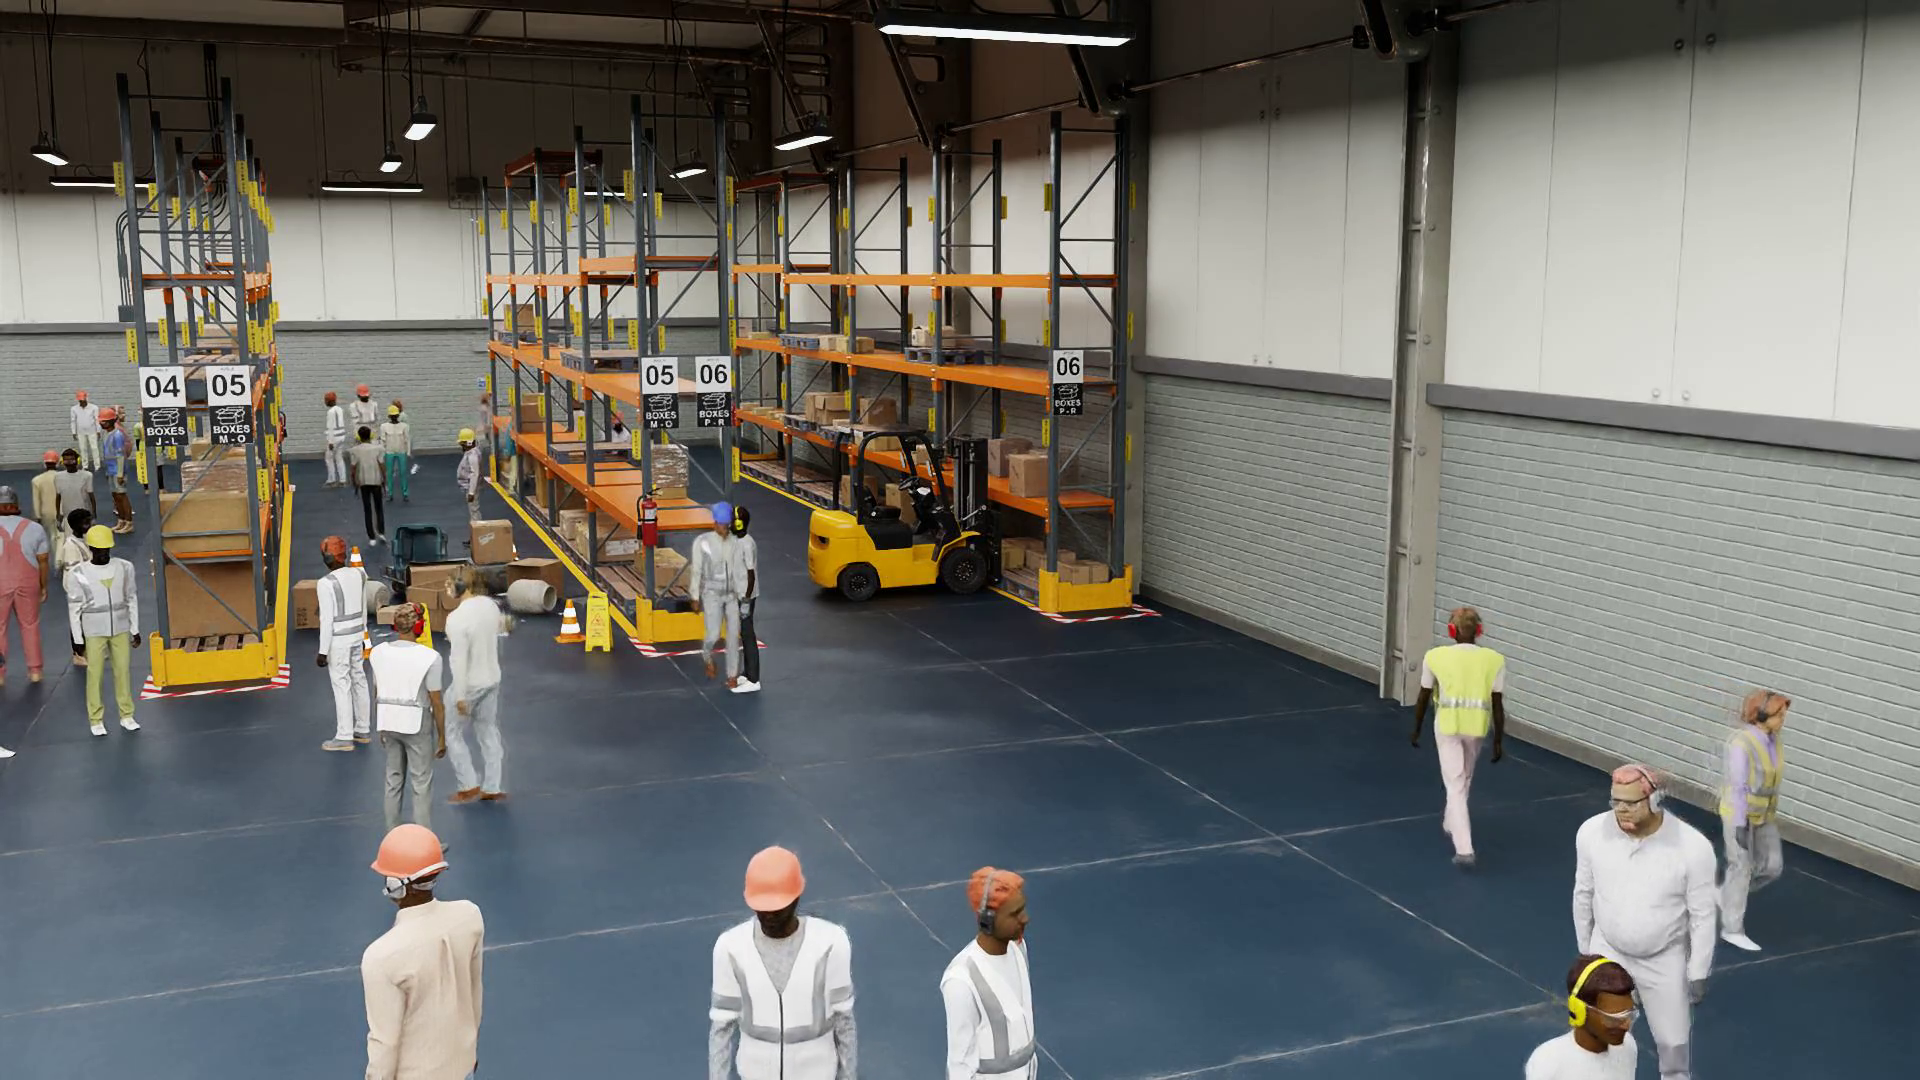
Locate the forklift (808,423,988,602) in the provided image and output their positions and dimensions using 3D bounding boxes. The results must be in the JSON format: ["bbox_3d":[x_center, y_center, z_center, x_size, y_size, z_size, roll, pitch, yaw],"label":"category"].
[{"bbox_3d":[-0.830,-0.399,21.676,2.313,2.155,1.214,-4,10,-21],"label":"forklift"}]

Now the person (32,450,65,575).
[{"bbox_3d":[-12.563,-0.391,23.119,0.556,1.725,0.827,-2,9,-13],"label":"person"}]

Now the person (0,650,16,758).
[{"bbox_3d":[-8.317,0.961,14.019,0.408,1.908,0.641,1,9,8],"label":"person"}]

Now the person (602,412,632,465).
[{"bbox_3d":[-6.060,-1.409,29.561,0.567,1.709,0.880,-3,10,-21],"label":"person"}]

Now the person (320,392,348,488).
[{"bbox_3d":[-12.244,-1.946,32.436,0.516,1.875,0.620,0,9,-1],"label":"person"}]

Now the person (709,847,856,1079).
[{"bbox_3d":[-0.703,2.134,6.585,0.585,1.917,0.537,0,9,1],"label":"person"}]

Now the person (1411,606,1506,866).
[{"bbox_3d":[3.557,1.375,11.809,0.589,1.792,0.989,0,9,2],"label":"person"}]

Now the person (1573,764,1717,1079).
[{"bbox_3d":[3.283,1.943,7.968,0.662,1.874,0.666,7,11,37],"label":"person"}]

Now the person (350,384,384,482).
[{"bbox_3d":[-11.721,-2.088,32.927,0.534,1.998,0.639,8,12,41],"label":"person"}]

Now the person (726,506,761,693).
[{"bbox_3d":[-2.161,0.584,16.530,0.326,1.865,0.519,-2,9,-15],"label":"person"}]

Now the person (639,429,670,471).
[{"bbox_3d":[-4.934,-1.040,26.891,0.535,1.824,1.003,-3,9,-18],"label":"person"}]

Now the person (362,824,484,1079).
[{"bbox_3d":[-2.128,2.094,6.609,0.376,1.995,0.612,4,10,23],"label":"person"}]

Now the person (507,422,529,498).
[{"bbox_3d":[-8.214,-1.642,31.050,0.489,1.715,0.596,1,9,8],"label":"person"}]

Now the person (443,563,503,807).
[{"bbox_3d":[-3.835,1.130,12.935,0.553,1.926,0.631,3,10,19],"label":"person"}]

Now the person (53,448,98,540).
[{"bbox_3d":[-11.750,-0.299,22.115,0.505,1.861,0.330,-3,9,-15],"label":"person"}]

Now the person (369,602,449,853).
[{"bbox_3d":[-3.902,1.356,11.766,0.560,1.836,0.394,3,9,16],"label":"person"}]

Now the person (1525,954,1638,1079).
[{"bbox_3d":[2.143,2.304,5.700,0.567,1.866,0.334,-5,11,-31],"label":"person"}]

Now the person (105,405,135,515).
[{"bbox_3d":[-14.541,-1.386,28.801,0.402,1.904,0.652,-6,11,-32],"label":"person"}]

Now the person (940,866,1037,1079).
[{"bbox_3d":[0.131,2.179,6.427,0.356,1.884,0.574,4,10,23],"label":"person"}]

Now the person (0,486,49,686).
[{"bbox_3d":[-9.612,0.446,16.843,0.685,2.000,0.535,-7,12,-39],"label":"person"}]

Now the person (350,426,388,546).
[{"bbox_3d":[-9.081,-0.837,25.580,0.517,1.828,0.682,-4,10,-22],"label":"person"}]

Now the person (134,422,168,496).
[{"bbox_3d":[-15.190,-1.668,31.223,0.531,1.698,0.320,-2,9,-12],"label":"person"}]

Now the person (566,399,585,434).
[{"bbox_3d":[-7.878,-2.100,34.134,0.273,1.635,0.507,6,11,35],"label":"person"}]

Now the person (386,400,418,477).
[{"bbox_3d":[-11.572,-2.130,34.459,0.515,1.589,0.819,6,11,34],"label":"person"}]

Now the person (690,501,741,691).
[{"bbox_3d":[-2.364,0.549,16.561,0.623,1.927,0.554,-4,10,-21],"label":"person"}]

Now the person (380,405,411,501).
[{"bbox_3d":[-10.345,-1.587,30.496,0.533,1.768,0.311,-3,9,-17],"label":"person"}]

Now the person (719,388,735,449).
[{"bbox_3d":[-5.540,-3.061,39.539,0.429,1.841,0.633,-4,10,-26],"label":"person"}]

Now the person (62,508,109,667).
[{"bbox_3d":[-9.304,0.499,17.613,0.319,1.690,0.540,-1,9,-8],"label":"person"}]

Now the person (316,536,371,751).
[{"bbox_3d":[-5.387,0.894,14.505,0.356,1.887,0.573,3,9,17],"label":"person"}]

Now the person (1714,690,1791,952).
[{"bbox_3d":[4.851,1.705,10.223,0.537,1.624,0.396,-6,11,-32],"label":"person"}]

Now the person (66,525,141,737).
[{"bbox_3d":[-7.679,0.809,14.967,0.414,1.917,0.582,8,12,41],"label":"person"}]

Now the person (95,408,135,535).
[{"bbox_3d":[-13.533,-1.095,26.586,0.604,2.034,0.418,9,12,43],"label":"person"}]

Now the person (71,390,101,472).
[{"bbox_3d":[-18.376,-2.284,34.965,0.578,1.738,0.354,-2,9,-11],"label":"person"}]

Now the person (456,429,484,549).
[{"bbox_3d":[-7.418,-0.779,25.217,0.404,1.828,0.587,-3,9,-18],"label":"person"}]
